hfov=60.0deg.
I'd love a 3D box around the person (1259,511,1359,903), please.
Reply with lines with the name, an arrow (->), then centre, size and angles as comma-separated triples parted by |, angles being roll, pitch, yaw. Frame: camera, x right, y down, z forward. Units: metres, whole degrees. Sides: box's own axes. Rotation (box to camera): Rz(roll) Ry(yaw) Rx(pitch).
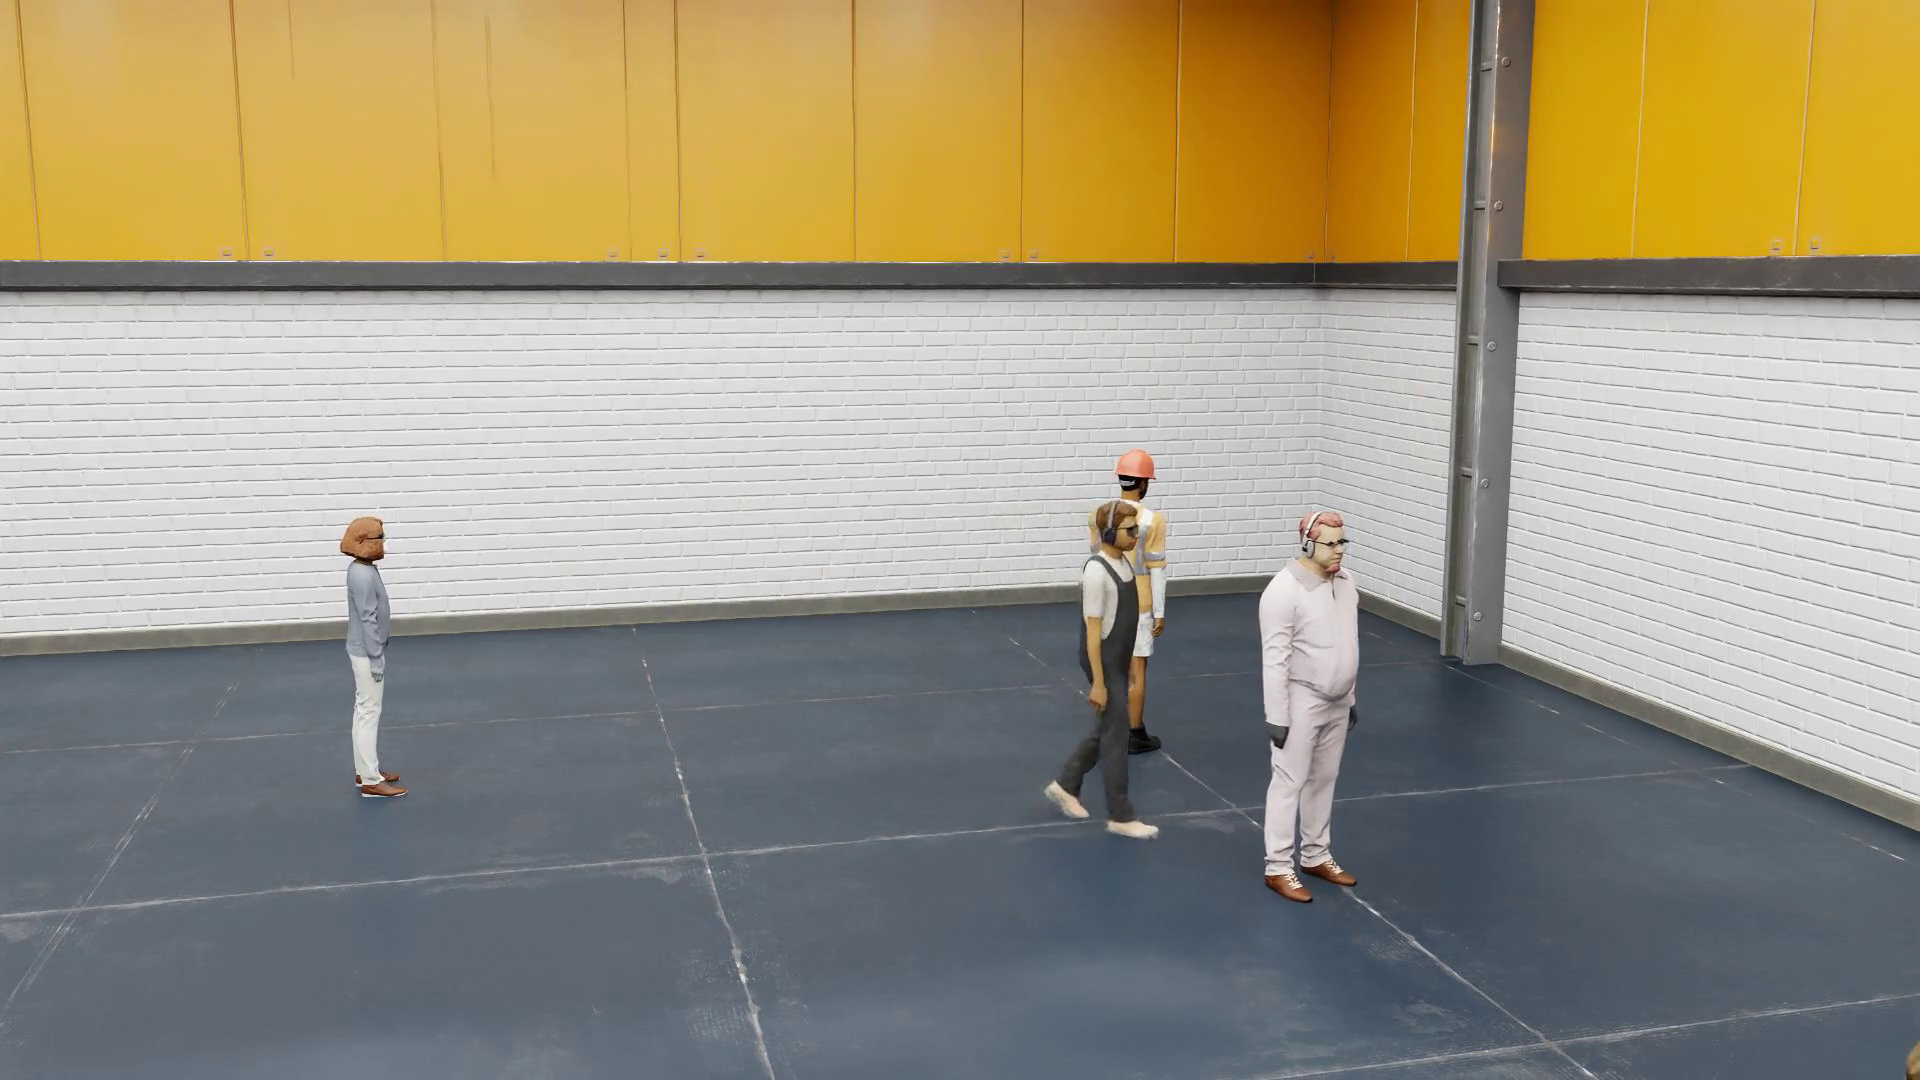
person -> 1.728, 0.798, 8.092 | 0.645, 1.902, 0.403 | -8, 12, -41

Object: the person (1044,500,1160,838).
person -> 0.784, 0.694, 9.033 | 0.602, 1.862, 0.522 | 4, 10, 21

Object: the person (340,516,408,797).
person -> -3.427, 0.672, 9.692 | 0.280, 1.634, 0.498 | -4, 10, -24

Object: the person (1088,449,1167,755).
person -> 1.077, 0.390, 10.543 | 0.539, 1.929, 0.381 | 6, 11, 33

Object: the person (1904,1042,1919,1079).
person -> 1.579, 1.665, 2.610 | 0.495, 1.923, 0.642 | 2, 9, 14
